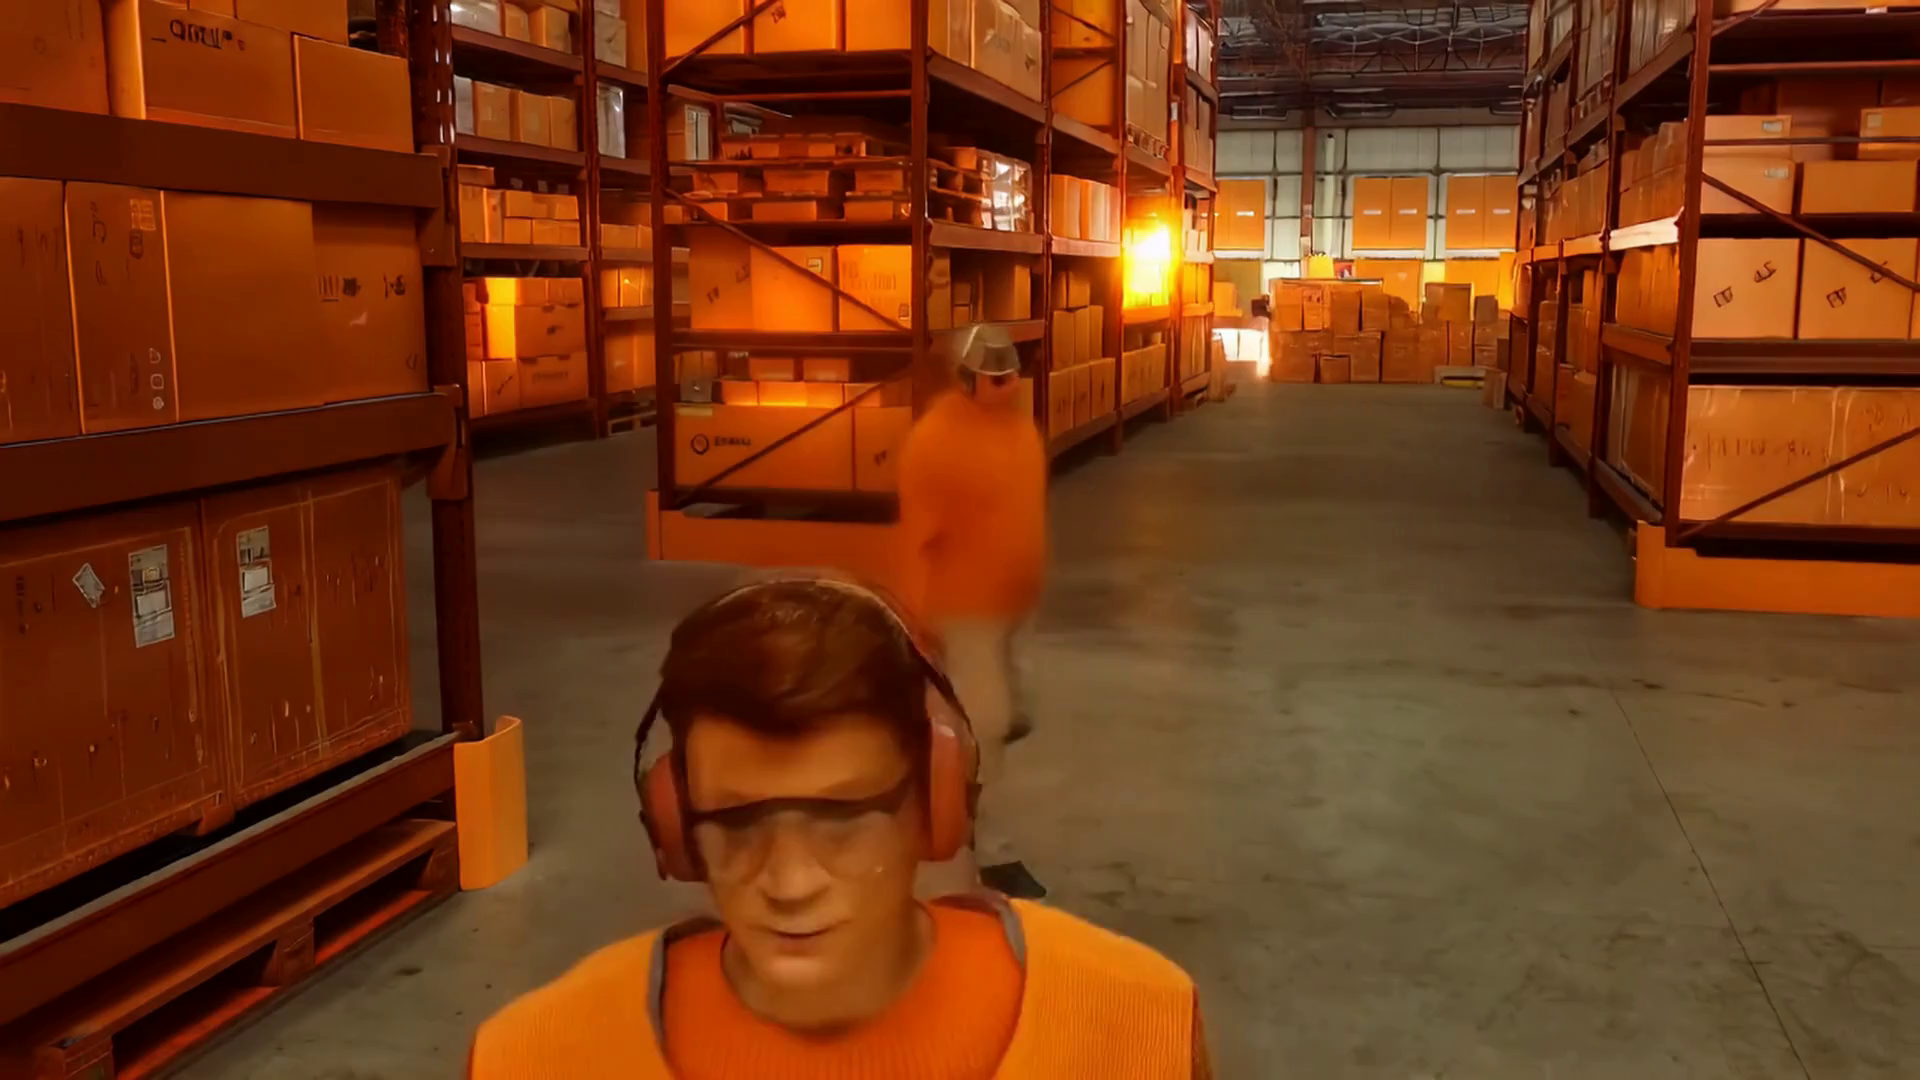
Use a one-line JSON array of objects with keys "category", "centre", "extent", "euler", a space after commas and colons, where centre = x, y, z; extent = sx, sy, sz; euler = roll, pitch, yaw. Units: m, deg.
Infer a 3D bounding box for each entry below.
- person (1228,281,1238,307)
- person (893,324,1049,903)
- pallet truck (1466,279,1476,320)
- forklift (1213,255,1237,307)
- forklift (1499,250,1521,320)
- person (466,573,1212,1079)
[{"category": "person", "centre": [9.335, -8.014, 57.691], "extent": [0.627, 1.934, 0.370], "euler": [1, 9, 8]}, {"category": "person", "centre": [0.024, 0.218, 5.559], "extent": [0.724, 1.884, 0.639], "euler": [9, 12, 44]}, {"category": "pallet truck", "centre": [18.896, -8.459, 60.307], "extent": [1.885, 1.965, 0.823], "euler": [5, 10, 31]}, {"category": "forklift", "centre": [8.572, -8.457, 57.503], "extent": [1.873, 2.768, 1.129], "euler": [-4, 10, -26]}, {"category": "forklift", "centre": [15.855, -6.836, 47.204], "extent": [1.129, 2.768, 1.873], "euler": [2, 9, 15]}, {"category": "person", "centre": [-0.087, 0.906, 1.363], "extent": [0.581, 1.824, 0.629], "euler": [-1, 9, -6]}]
